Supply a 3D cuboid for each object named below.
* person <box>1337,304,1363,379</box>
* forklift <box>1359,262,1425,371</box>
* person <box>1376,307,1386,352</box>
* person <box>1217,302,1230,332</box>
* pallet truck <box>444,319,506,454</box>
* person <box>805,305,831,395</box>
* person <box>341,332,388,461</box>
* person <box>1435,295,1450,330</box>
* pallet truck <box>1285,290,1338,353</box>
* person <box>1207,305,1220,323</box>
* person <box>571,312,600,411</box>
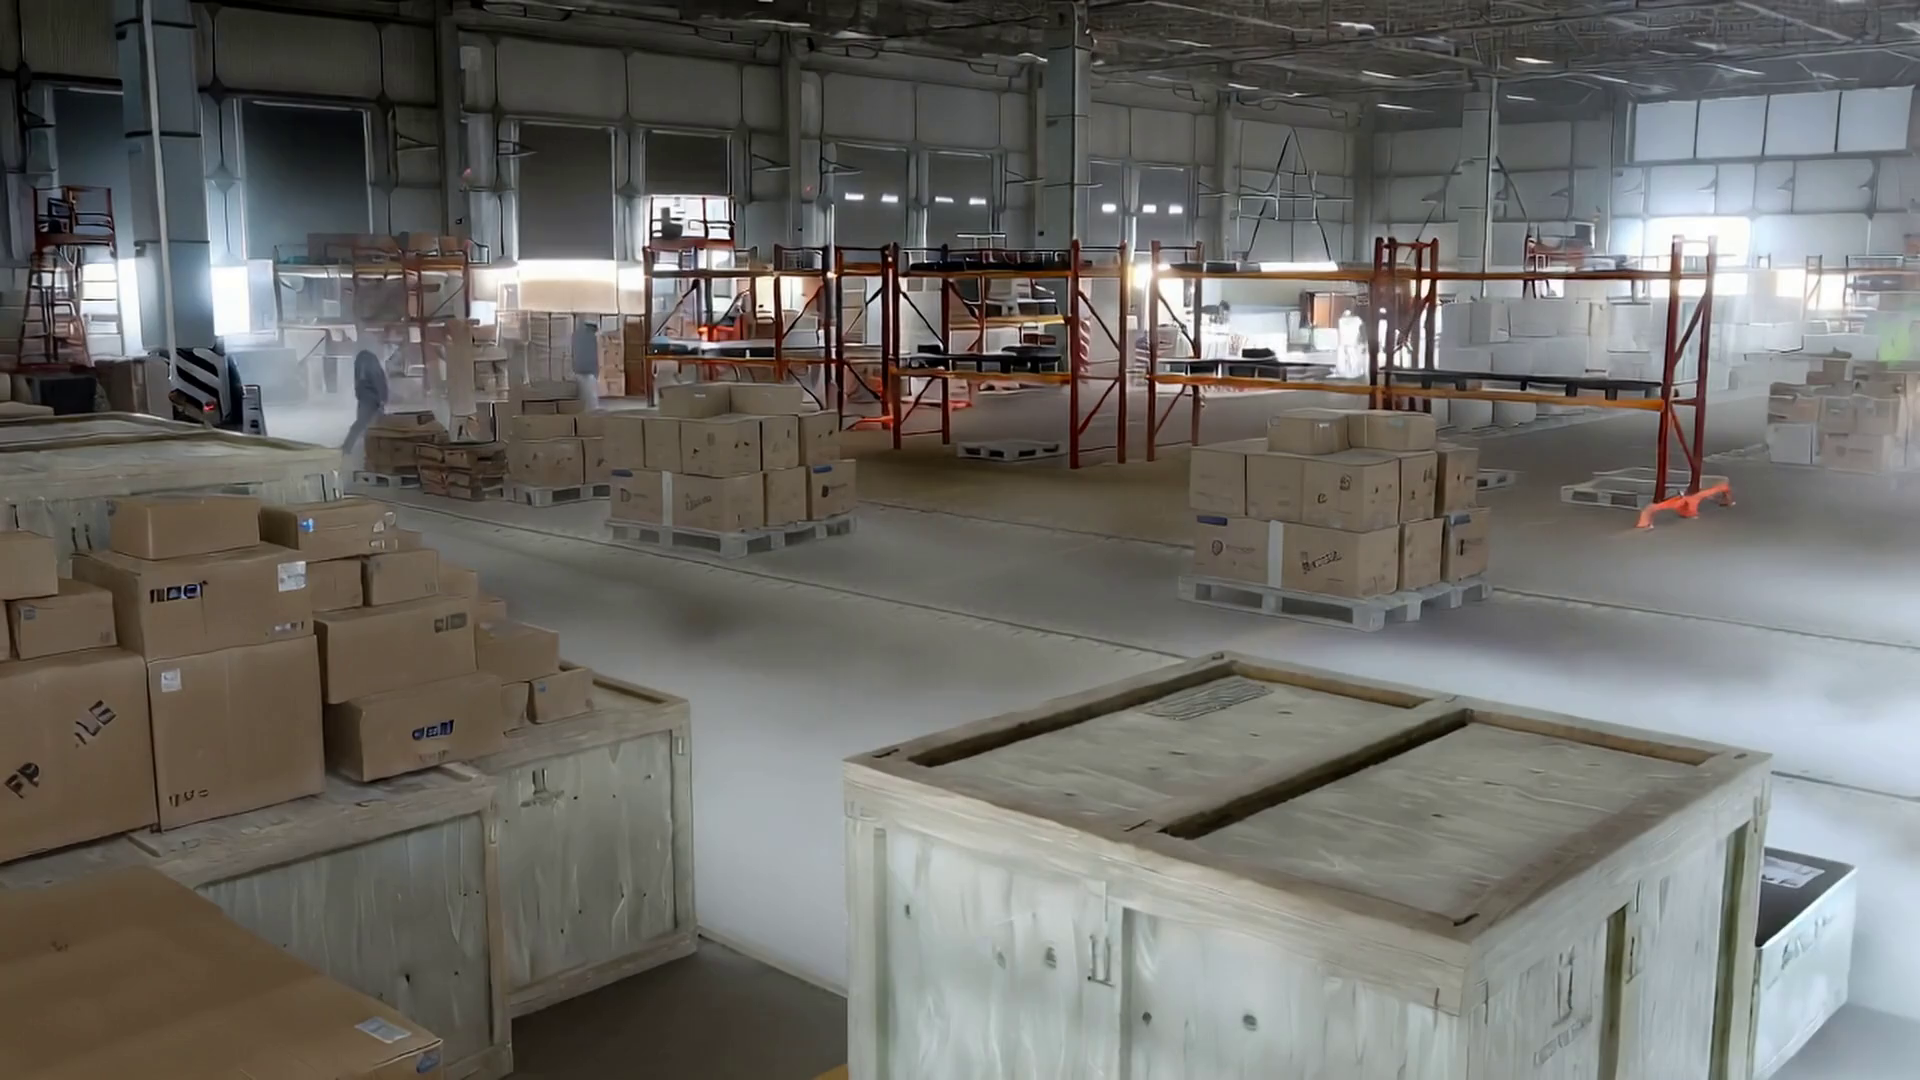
[{"bbox_3d":[8.625,-4.272,36.762,0.644,1.900,0.999,8,12,40],"label":"person"},{"bbox_3d":[10.955,-5.642,42.140,1.129,2.768,1.873,-2,9,-9],"label":"forklift"},{"bbox_3d":[10.204,-4.808,40.500,0.493,1.742,0.322,-5,11,-28],"label":"person"},{"bbox_3d":[6.922,-5.240,42.981,1.017,1.784,0.537,0,9,-3],"label":"person"},{"bbox_3d":[-6.981,-1.942,22.150,1.885,1.965,0.823,1,9,9],"label":"pallet truck"},{"bbox_3d":[-3.015,-4.001,35.125,0.572,1.884,0.356,1,9,3],"label":"person"},{"bbox_3d":[-8.230,-1.999,23.170,0.982,1.792,0.637,-4,10,-24],"label":"person"},{"bbox_3d":[13.243,-5.723,45.512,0.627,1.940,0.372,7,12,38],"label":"person"},{"bbox_3d":[11.297,-6.951,52.861,1.885,1.965,0.823,-5,11,-29],"label":"pallet truck"},{"bbox_3d":[7.479,-6.111,48.889,0.525,1.617,0.705,-1,9,-4],"label":"person"},{"bbox_3d":[-6.330,-2.853,27.961,0.777,1.946,0.648,-8,12,-40],"label":"person"}]
